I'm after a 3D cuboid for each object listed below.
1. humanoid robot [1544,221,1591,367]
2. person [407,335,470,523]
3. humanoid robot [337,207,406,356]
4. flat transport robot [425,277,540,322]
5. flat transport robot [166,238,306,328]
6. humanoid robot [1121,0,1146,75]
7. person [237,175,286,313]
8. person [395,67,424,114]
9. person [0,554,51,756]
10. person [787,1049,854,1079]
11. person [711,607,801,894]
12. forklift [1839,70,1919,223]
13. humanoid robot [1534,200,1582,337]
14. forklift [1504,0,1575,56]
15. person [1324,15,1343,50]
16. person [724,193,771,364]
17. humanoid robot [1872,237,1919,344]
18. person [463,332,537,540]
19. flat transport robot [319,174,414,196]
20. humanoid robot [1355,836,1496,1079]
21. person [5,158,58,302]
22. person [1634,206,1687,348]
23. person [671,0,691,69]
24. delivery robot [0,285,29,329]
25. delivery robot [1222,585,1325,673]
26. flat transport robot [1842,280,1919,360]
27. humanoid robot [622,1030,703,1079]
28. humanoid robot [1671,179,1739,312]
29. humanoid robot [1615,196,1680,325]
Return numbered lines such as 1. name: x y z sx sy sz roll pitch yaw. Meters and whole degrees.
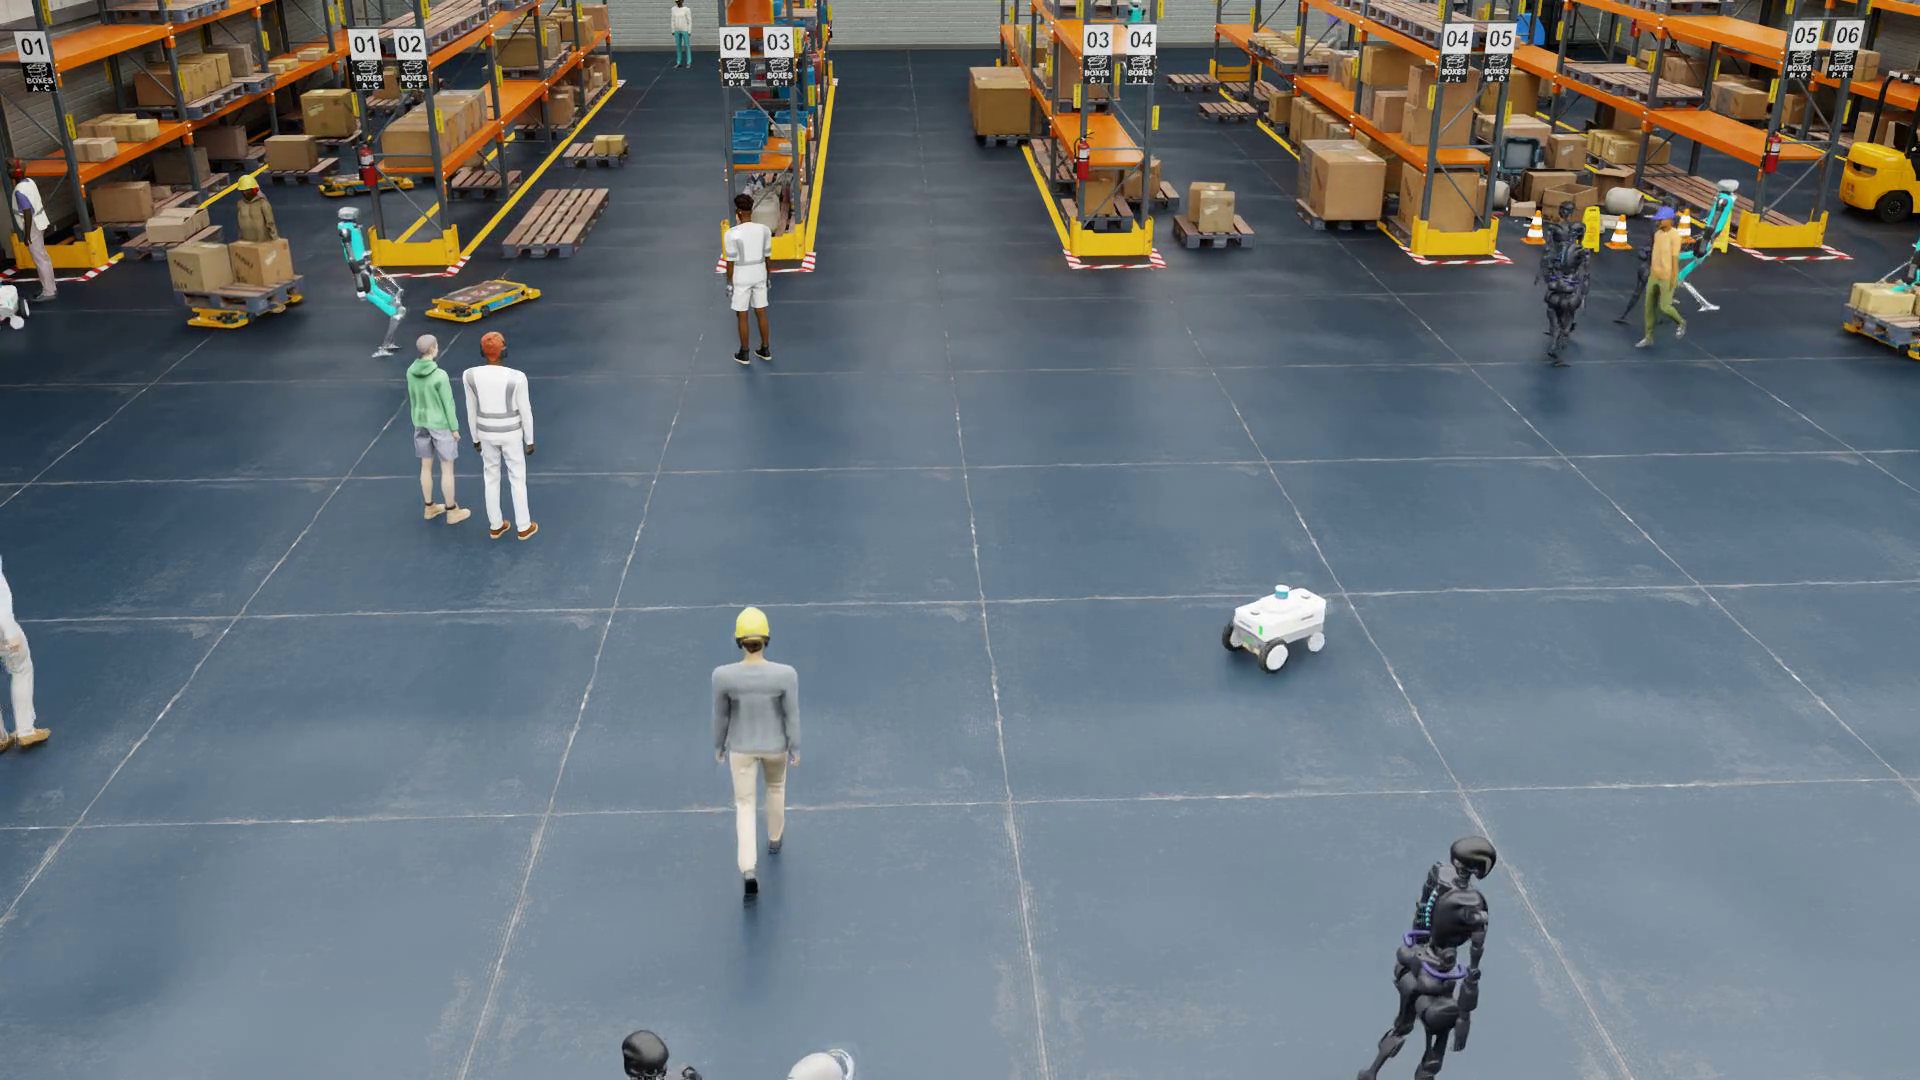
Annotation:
1. humanoid robot: 6.970 -2.844 19.133 0.378 1.644 0.616 -14 27 -28
2. person: -4.706 -0.990 14.898 0.465 1.733 0.323 9 26 20
3. humanoid robot: -6.790 -3.019 19.427 0.716 1.756 0.546 -3 24 -7
4. flat transport robot: -6.139 -3.096 21.429 0.659 0.231 1.431 12 27 25
5. flat transport robot: -9.103 -2.982 21.173 0.659 0.231 1.431 6 25 13
6. humanoid robot: 3.967 -11.816 39.357 0.553 1.900 0.740 -16 28 -31
7. person: -8.876 -3.761 21.093 0.541 1.757 0.414 4 24 10
8. person: -10.777 -8.893 32.717 0.556 1.664 0.755 0 24 0
9. person: -6.614 0.560 11.261 0.601 1.852 0.524 2 24 4
10. person: -0.471 2.731 6.425 0.545 1.837 0.971 14 28 29
11. person: -1.208 1.241 9.889 0.524 1.730 0.807 -2 24 -5
12. forklift: 15.132 -6.143 25.915 2.313 2.155 1.214 -1 24 -2
13. humanoid robot: 7.264 -3.264 20.084 0.613 1.645 0.403 -9 25 -18
14. forklift: 14.700 -13.805 42.301 1.873 2.768 1.129 -1 24 -2
15. person: 9.393 -12.956 41.741 0.746 1.774 0.612 -3 24 -8
16. person: -2.434 -3.006 19.163 0.596 1.956 0.369 -18 30 -35
17. humanoid robot: 11.215 -3.206 19.792 0.698 1.734 0.531 22 32 40
18. person: -3.998 -0.900 14.526 0.565 1.878 0.354 1 24 2
19. flat transport robot: -9.972 -5.984 27.917 1.431 0.231 0.659 -13 27 -26
20. humanoid robot: 2.239 2.112 7.996 0.453 1.636 0.597 -7 25 -15
21. person: -12.029 -4.025 21.572 0.389 1.849 0.564 -8 25 -17
22. person: 8.373 -3.114 19.711 0.586 1.692 0.461 -9 26 -20
23. person: -6.778 -12.387 40.464 0.522 1.769 0.315 8 25 18
24. delivery robot: -11.942 -2.928 20.723 0.512 0.613 0.784 -9 26 -19
25. delivery robot: 2.419 0.650 12.684 0.818 0.614 0.499 -15 28 -30
26. flat transport robot: 11.375 -2.436 19.945 0.659 0.231 1.431 -4 24 -10
27. humanoid robot: -1.164 2.693 6.740 0.740 1.640 0.609 16 29 32
28. humanoid robot: 9.238 -3.714 21.021 0.951 1.731 0.539 16 28 31
29. humanoid robot: 8.561 -3.425 20.472 0.728 1.618 0.610 16 28 31
